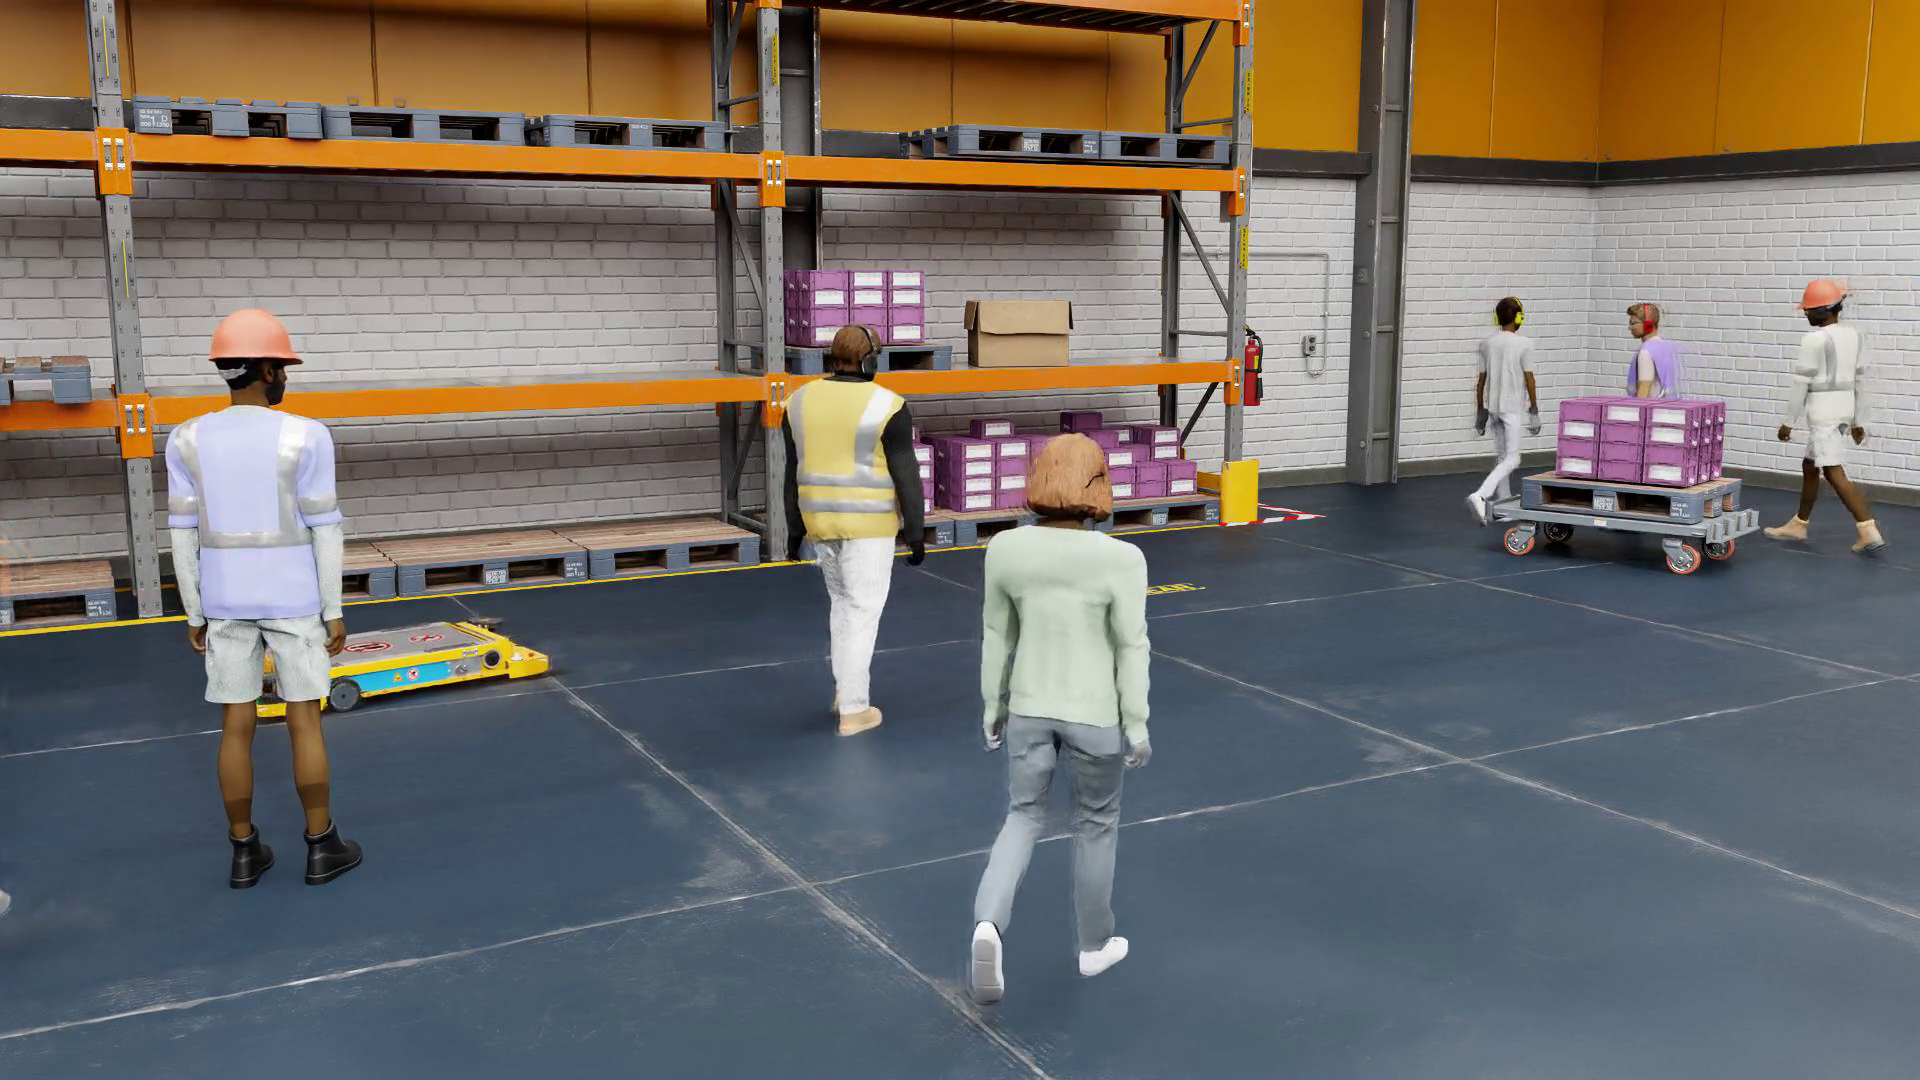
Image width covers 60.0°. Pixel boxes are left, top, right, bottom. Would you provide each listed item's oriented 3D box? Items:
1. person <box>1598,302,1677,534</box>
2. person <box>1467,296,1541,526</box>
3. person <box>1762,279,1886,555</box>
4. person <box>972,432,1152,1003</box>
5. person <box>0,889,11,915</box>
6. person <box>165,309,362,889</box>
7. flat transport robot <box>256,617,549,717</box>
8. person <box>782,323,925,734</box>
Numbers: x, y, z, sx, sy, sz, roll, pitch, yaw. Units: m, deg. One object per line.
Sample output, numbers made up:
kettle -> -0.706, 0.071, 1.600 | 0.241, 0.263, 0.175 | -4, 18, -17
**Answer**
person -> 5.315, -0.906, 12.699 | 0.722, 1.812, 0.579 | 6, 11, 33
person -> 4.347, -1.027, 13.339 | 0.800, 1.845, 0.524 | -6, 11, -33
person -> 6.384, -0.897, 12.133 | 0.636, 1.991, 1.001 | -6, 11, -32
person -> 0.277, 0.505, 4.686 | 0.514, 1.614, 0.672 | 5, 10, 27
person -> -2.960, 0.471, 4.668 | 0.547, 1.679, 0.371 | 6, 11, 33
person -> -2.322, 0.203, 5.561 | 0.547, 1.934, 0.375 | 0, 9, -2
flat transport robot -> -2.829, 0.605, 8.171 | 1.431, 0.197, 0.652 | -8, 12, -40
person -> -0.429, -0.062, 7.520 | 0.650, 1.819, 0.638 | 5, 10, 27
